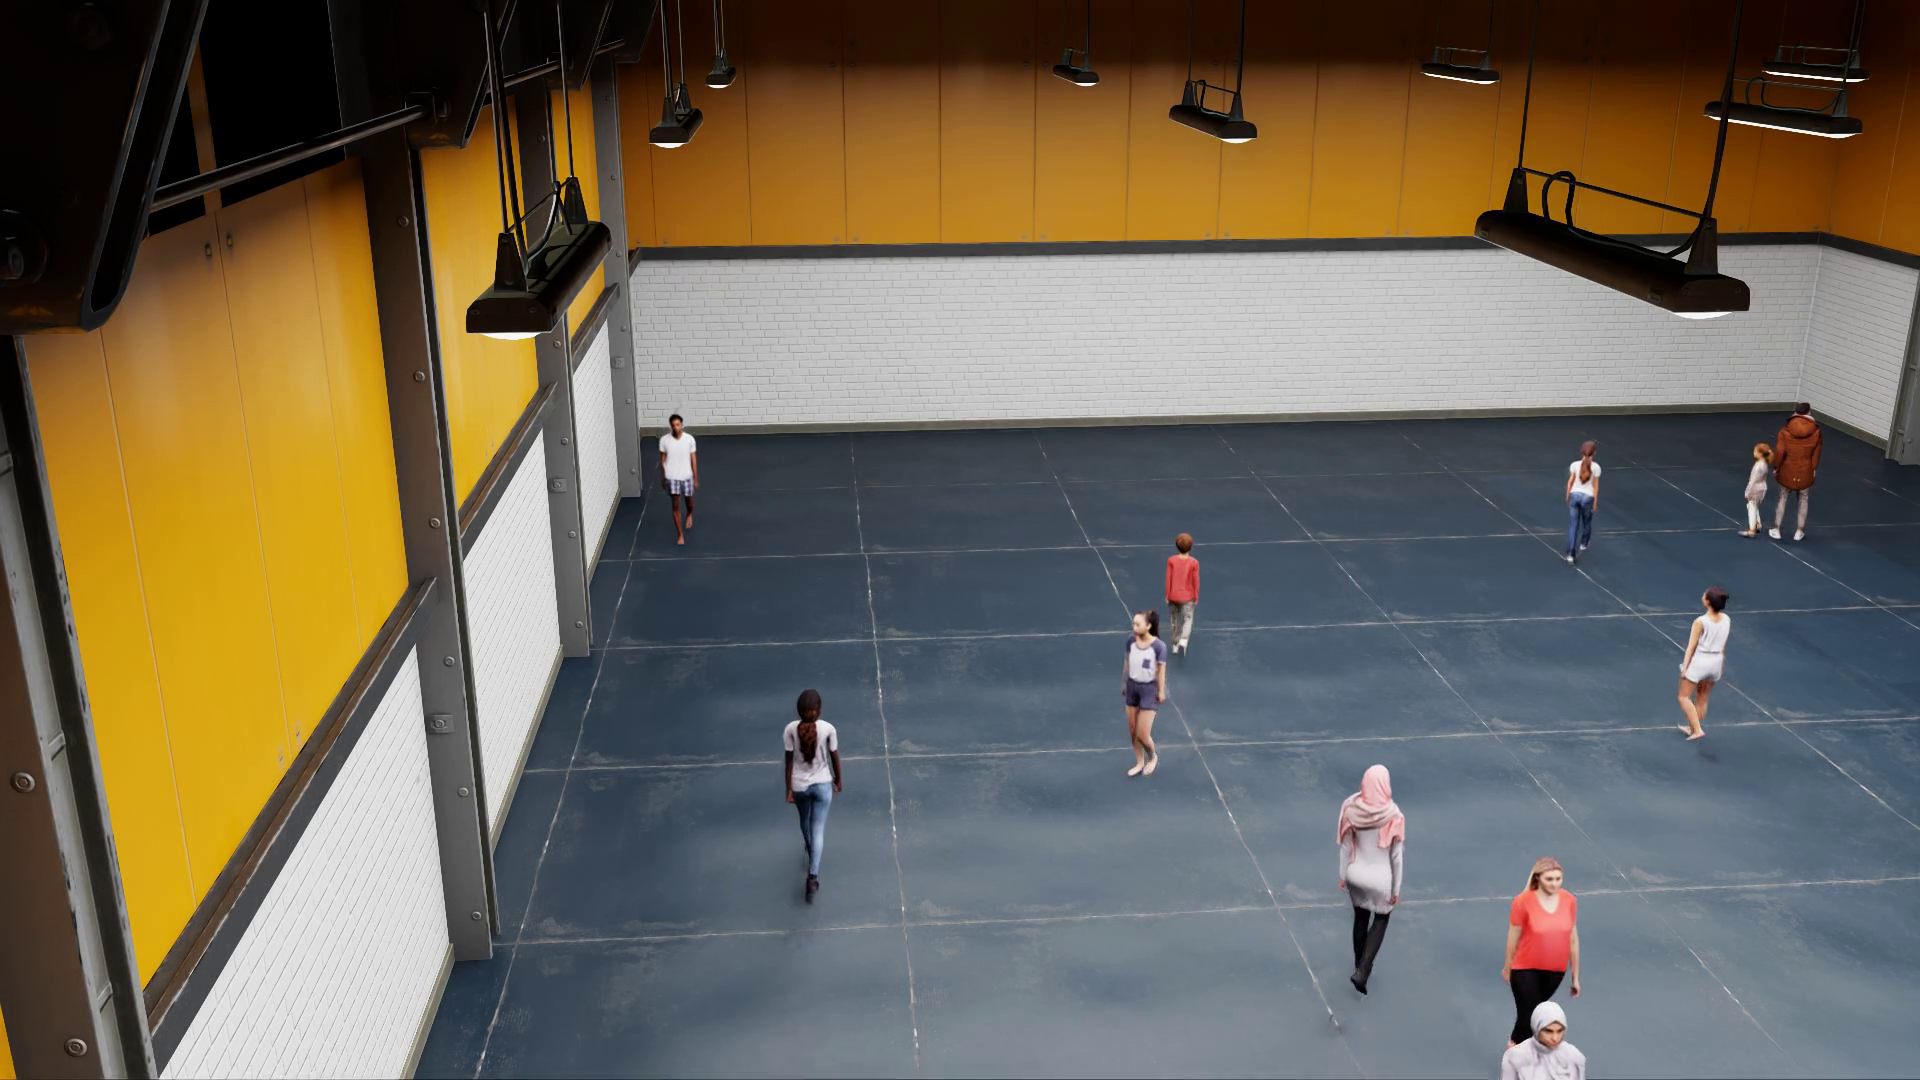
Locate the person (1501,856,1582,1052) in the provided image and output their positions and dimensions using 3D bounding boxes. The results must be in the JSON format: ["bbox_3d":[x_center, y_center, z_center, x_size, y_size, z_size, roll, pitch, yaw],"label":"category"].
[{"bbox_3d":[3.807,2.828,11.100,0.651,1.666,0.990,-4,19,-11],"label":"person"}]

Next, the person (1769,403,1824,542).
[{"bbox_3d":[11.019,-0.903,21.912,0.825,1.837,0.843,7,20,19],"label":"person"}]

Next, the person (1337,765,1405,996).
[{"bbox_3d":[2.913,2.481,11.938,0.882,1.789,1.002,9,21,25],"label":"person"}]

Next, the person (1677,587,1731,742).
[{"bbox_3d":[7.174,1.222,15.973,0.624,1.600,0.783,-4,19,-11],"label":"person"}]

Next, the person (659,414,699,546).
[{"bbox_3d":[-3.694,-0.832,21.898,0.656,1.712,0.887,-2,19,-7],"label":"person"}]

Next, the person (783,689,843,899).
[{"bbox_3d":[-1.193,2.059,13.379,0.654,1.670,1.132,0,19,-1],"label":"person"}]

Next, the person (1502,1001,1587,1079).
[{"bbox_3d":[3.232,3.354,9.428,0.672,1.738,1.080,-1,19,-2],"label":"person"}]

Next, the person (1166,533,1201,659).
[{"bbox_3d":[2.401,0.618,18.073,0.658,1.406,0.831,4,19,12],"label":"person"}]

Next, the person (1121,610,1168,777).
[{"bbox_3d":[1.740,1.410,15.361,0.766,1.636,0.692,-18,25,-42],"label":"person"}]

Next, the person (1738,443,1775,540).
[{"bbox_3d":[10.594,-0.637,21.958,0.631,1.304,0.677,-16,24,-39],"label":"person"}]

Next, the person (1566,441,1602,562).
[{"bbox_3d":[7.887,-0.475,21.142,0.934,1.518,1.089,10,21,28],"label":"person"}]
